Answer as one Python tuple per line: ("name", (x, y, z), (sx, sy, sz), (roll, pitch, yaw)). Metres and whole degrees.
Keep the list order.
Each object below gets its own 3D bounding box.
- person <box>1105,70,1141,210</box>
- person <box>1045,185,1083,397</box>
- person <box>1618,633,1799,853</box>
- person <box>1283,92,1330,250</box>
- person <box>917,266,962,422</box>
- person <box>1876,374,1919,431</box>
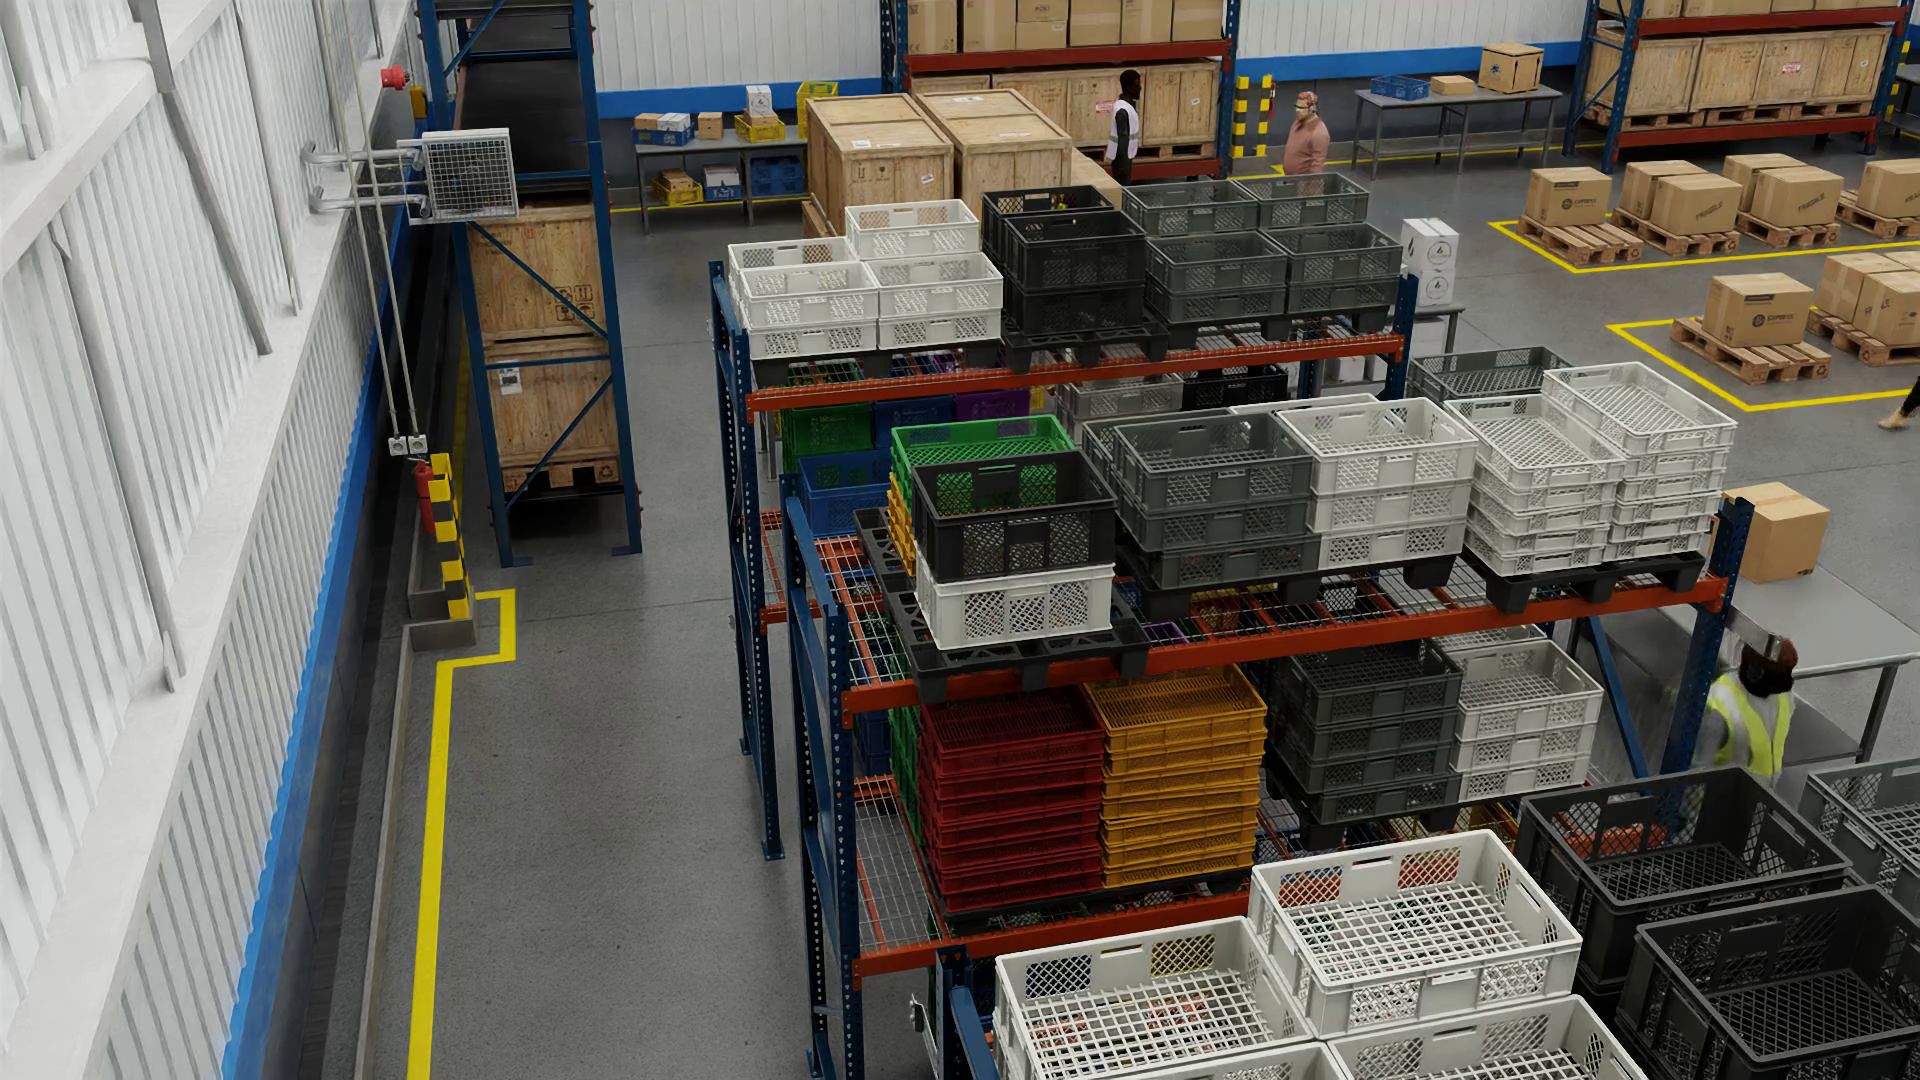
("person", (1.784, -4.165, 18.165), (0.392, 1.920, 0.593), (3, 28, 5))
("person", (0.915, -2.145, 14.385), (0.328, 1.872, 0.511), (19, 33, 31))
("person", (3.653, 1.173, 8.156), (0.641, 1.816, 0.782), (-16, 32, -28))
("person", (3.551, -3.719, 17.346), (0.401, 1.900, 0.650), (-6, 28, -11))
("person", (-0.157, -1.165, 12.510), (0.337, 1.882, 0.584), (9, 29, 16))
("person", (8.204, -1.621, 13.627), (0.856, 1.645, 0.543), (-3, 28, -6))
